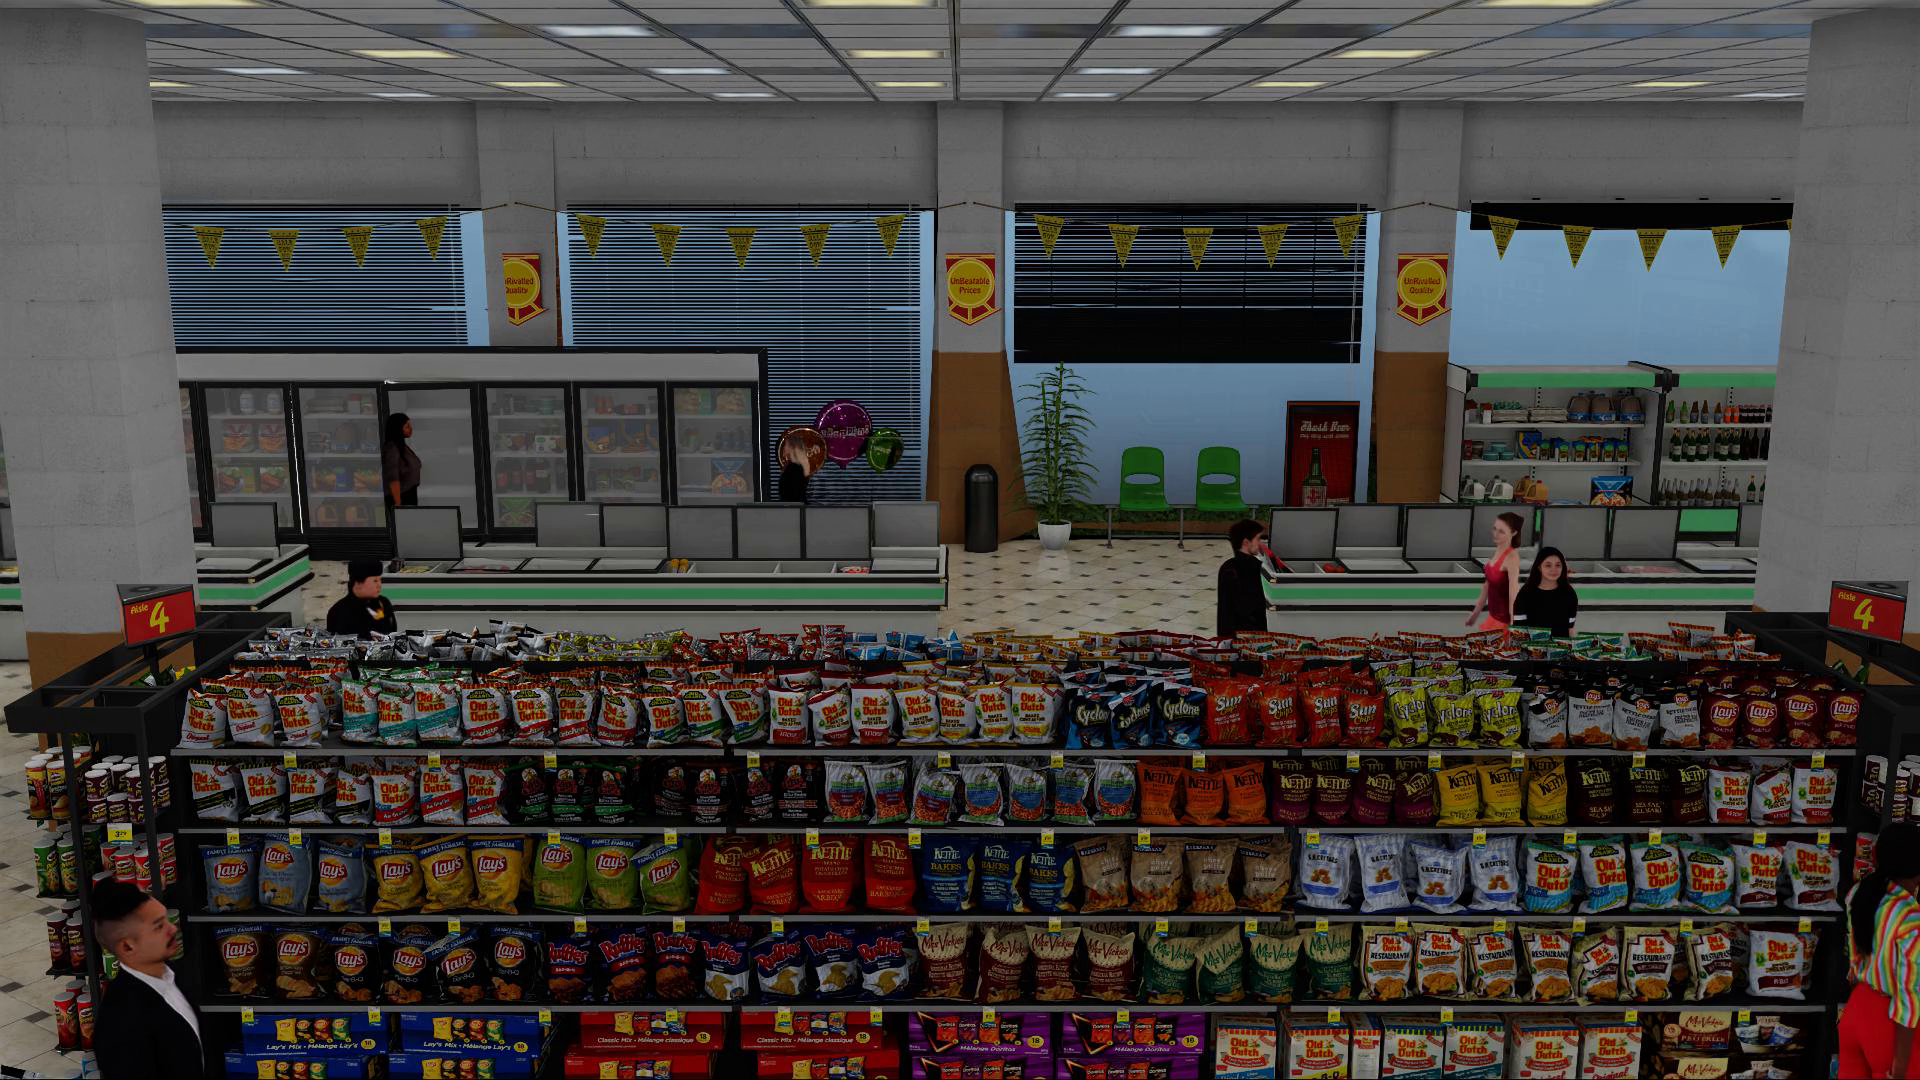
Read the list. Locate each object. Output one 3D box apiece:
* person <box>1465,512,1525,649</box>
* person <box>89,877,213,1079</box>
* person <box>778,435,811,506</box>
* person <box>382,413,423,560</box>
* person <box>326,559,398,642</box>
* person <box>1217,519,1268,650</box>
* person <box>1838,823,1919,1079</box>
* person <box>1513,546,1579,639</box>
[{"bbox_3d":[4.138,0.646,12.414,1.224,1.690,0.792,3,12,14],"label":"person"},{"bbox_3d":[-2.611,1.990,5.404,0.690,1.948,0.763,-3,12,-14],"label":"person"},{"bbox_3d":[-1.534,-0.196,16.456,0.714,1.671,0.666,2,12,8],"label":"person"},{"bbox_3d":[-5.696,-0.380,16.924,0.626,1.838,0.664,-2,12,-7],"label":"person"},{"bbox_3d":[-4.056,0.945,11.118,1.137,1.639,0.952,5,13,22],"label":"person"},{"bbox_3d":[1.927,0.761,11.501,0.580,1.841,0.733,-1,12,-5],"label":"person"},{"bbox_3d":[3.355,1.904,6.226,0.981,1.778,0.660,-1,12,-7],"label":"person"},{"bbox_3d":[4.060,0.840,11.616,0.534,1.639,0.674,-1,12,-5],"label":"person"}]
